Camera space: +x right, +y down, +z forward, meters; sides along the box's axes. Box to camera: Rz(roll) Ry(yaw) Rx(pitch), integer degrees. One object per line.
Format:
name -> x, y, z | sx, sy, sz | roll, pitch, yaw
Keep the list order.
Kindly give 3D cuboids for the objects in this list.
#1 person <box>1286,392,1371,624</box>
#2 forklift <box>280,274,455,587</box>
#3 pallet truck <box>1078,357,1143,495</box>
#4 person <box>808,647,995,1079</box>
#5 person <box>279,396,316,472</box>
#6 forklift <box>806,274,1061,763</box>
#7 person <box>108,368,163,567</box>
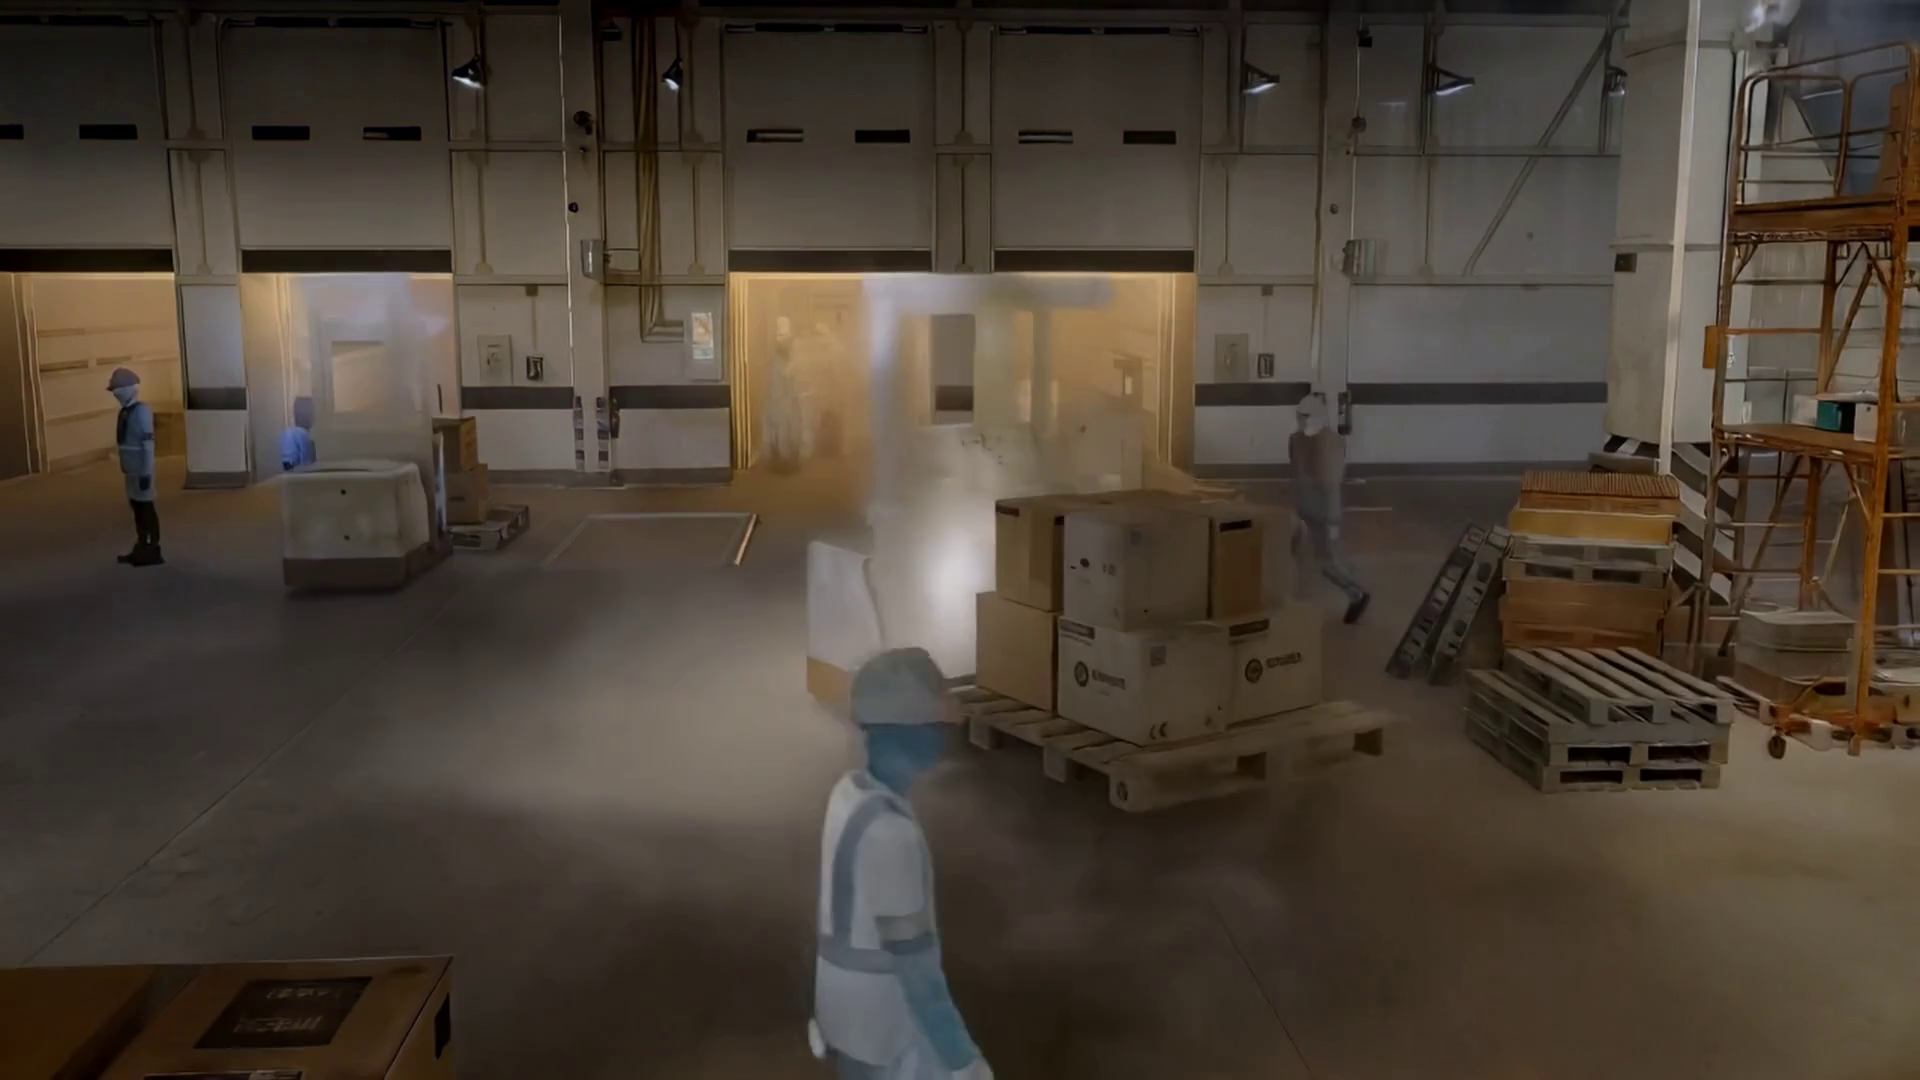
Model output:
person -> 2.851, -0.217, 13.156 | 0.855, 1.916, 0.635 | -4, 10, -25
forklift -> -5.540, -1.067, 15.447 | 1.129, 2.768, 1.873 | -1, 9, -4
pallet truck -> 2.088, -0.836, 16.757 | 1.885, 1.965, 0.823 | 2, 9, 13
person -> -0.232, 1.210, 4.269 | 0.979, 1.897, 0.552 | -1, 9, -6
person -> -6.184, -0.523, 15.776 | 0.402, 1.686, 0.538 | 6, 11, 33
forklift -> -0.113, -0.256, 10.355 | 1.129, 2.768, 1.873 | -6, 11, -32
person -> -8.013, -0.702, 16.138 | 0.542, 1.929, 0.373 | 8, 12, 42
